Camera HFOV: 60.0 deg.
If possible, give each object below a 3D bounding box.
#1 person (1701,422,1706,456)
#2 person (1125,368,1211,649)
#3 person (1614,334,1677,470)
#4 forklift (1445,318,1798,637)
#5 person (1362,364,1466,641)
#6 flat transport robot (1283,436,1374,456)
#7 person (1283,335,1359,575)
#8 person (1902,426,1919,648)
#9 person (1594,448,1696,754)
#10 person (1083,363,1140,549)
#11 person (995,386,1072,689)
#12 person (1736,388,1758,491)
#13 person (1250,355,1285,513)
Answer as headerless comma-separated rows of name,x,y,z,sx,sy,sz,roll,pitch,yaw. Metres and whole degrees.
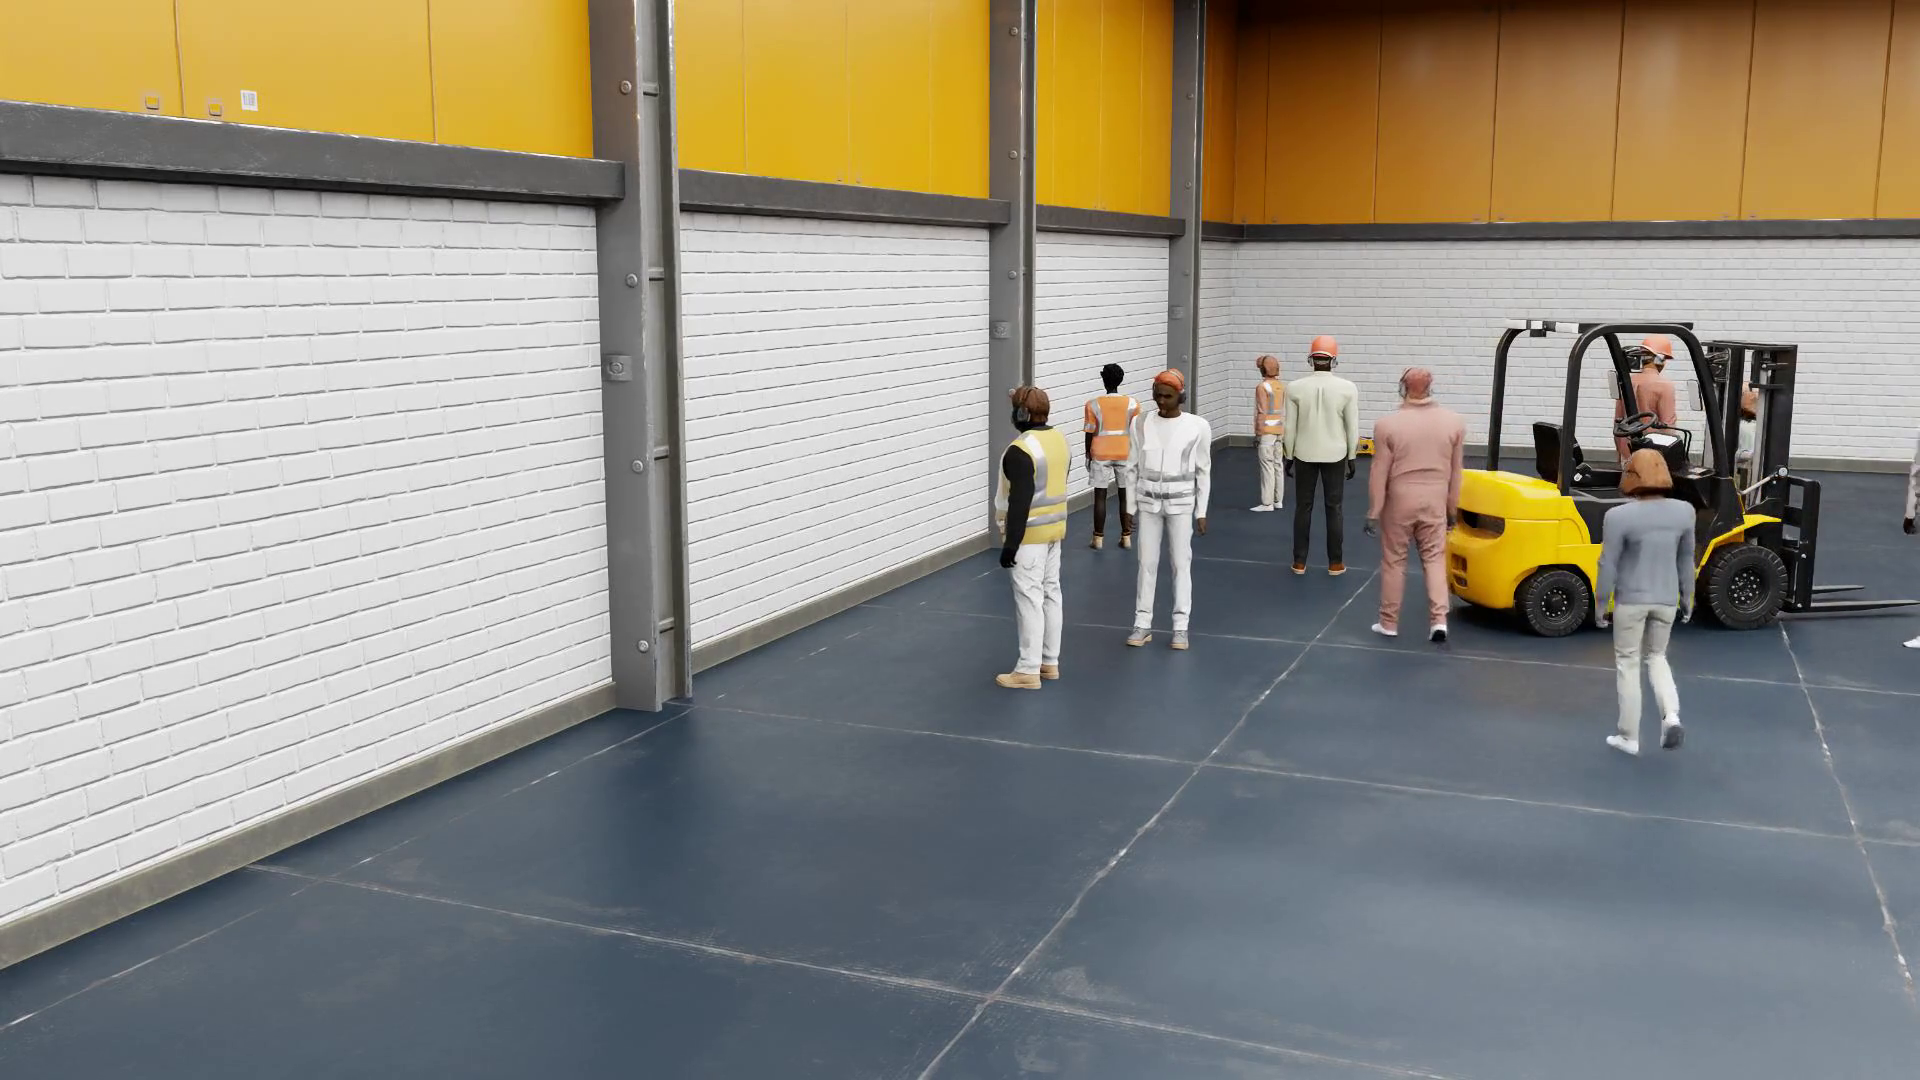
person,6.612,-0.632,14.514,0.322,1.634,0.523,4,10,21
person,1.383,-0.208,11.167,0.572,1.887,0.355,3,10,20
person,5.828,-0.744,14.115,0.391,1.986,0.609,-4,10,-25
forklift,4.706,-0.497,11.990,2.313,2.155,1.214,-2,10,-10
person,3.107,-0.241,11.402,0.674,1.924,0.467,0,9,-3
flat transport robot,4.978,-1.279,22.544,1.431,0.197,0.652,-1,9,-8
person,2.993,-0.698,13.813,0.612,1.995,0.382,2,10,14
person,6.512,-0.177,10.950,0.478,1.893,0.684,-3,10,-19
person,3.574,0.333,8.670,0.528,1.618,0.403,-1,9,-6
person,1.375,-0.751,15.065,0.529,1.690,0.321,0,9,-3
person,0.427,-0.017,10.147,0.430,1.845,0.619,6,11,30
person,6.083,-0.403,13.162,0.644,1.605,0.534,2,10,11
person,3.219,-1.103,17.349,0.312,1.636,0.518,7,12,37
